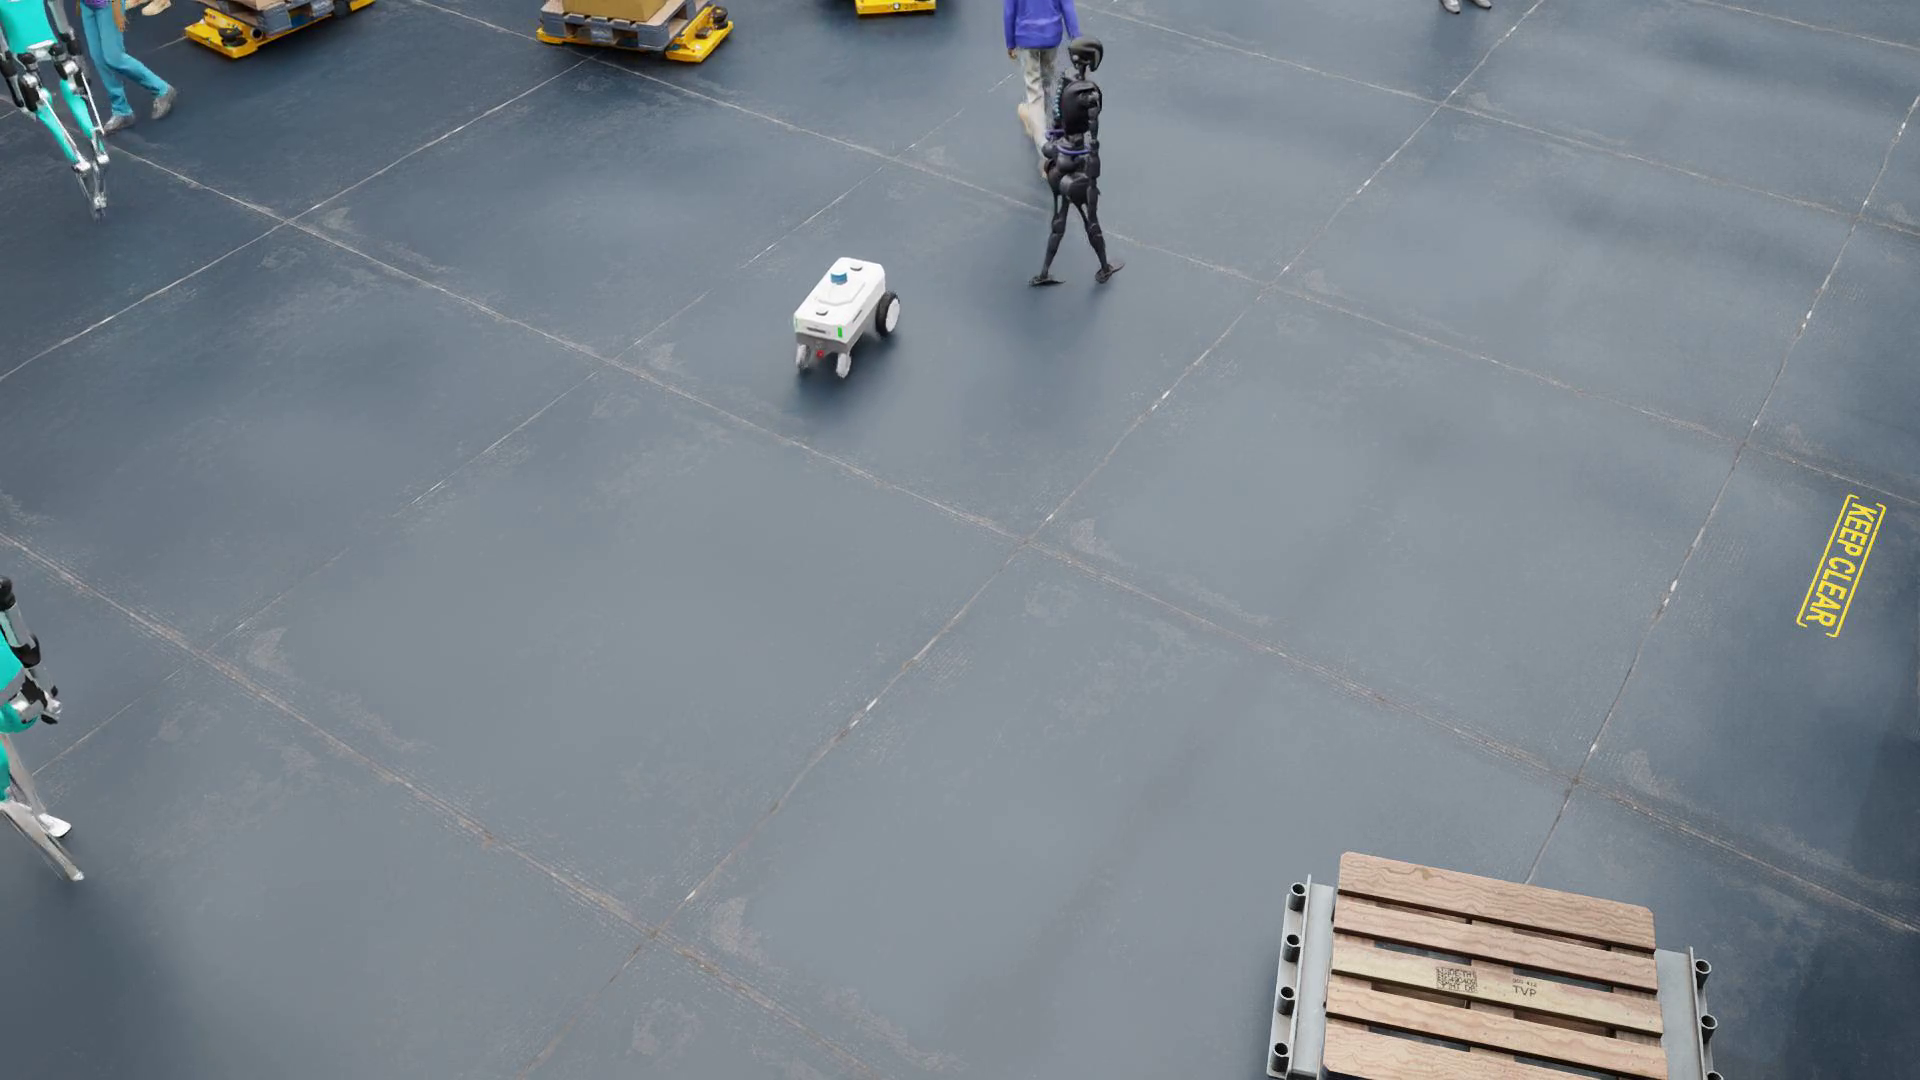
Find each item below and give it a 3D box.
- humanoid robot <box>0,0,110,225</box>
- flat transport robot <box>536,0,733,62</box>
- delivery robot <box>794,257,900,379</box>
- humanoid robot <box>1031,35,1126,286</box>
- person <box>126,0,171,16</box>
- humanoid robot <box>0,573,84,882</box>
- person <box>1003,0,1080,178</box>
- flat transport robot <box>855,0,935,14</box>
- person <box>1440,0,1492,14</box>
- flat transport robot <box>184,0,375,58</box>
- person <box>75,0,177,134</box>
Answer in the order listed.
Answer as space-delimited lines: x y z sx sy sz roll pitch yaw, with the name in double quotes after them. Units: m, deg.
-5.853 -2.865 10.946 0.736 1.858 0.544 32 51 31 "humanoid robot"
-2.626 -4.159 13.433 1.431 0.231 0.659 11 43 12 "flat transport robot"
-0.718 -1.401 10.135 0.499 0.598 0.791 14 44 15 "delivery robot"
0.751 -2.349 10.374 0.653 1.635 0.611 -16 44 -17 "humanoid robot"
-6.808 -5.115 13.401 0.482 1.738 0.319 23 47 23 "person"
-4.085 0.732 6.882 0.786 1.807 0.541 16 44 17 "humanoid robot"
0.558 -3.495 11.537 0.536 1.811 0.923 -7 42 -8 "person"
-0.636 -4.906 14.269 0.659 0.231 1.431 -6 42 -7 "flat transport robot"
4.260 -5.204 13.367 0.538 1.924 0.474 -12 43 -13 "person"
-5.564 -4.373 13.672 0.659 0.231 1.431 27 48 27 "flat transport robot"
-6.199 -3.831 11.906 0.594 1.802 0.538 25 48 26 "person"
